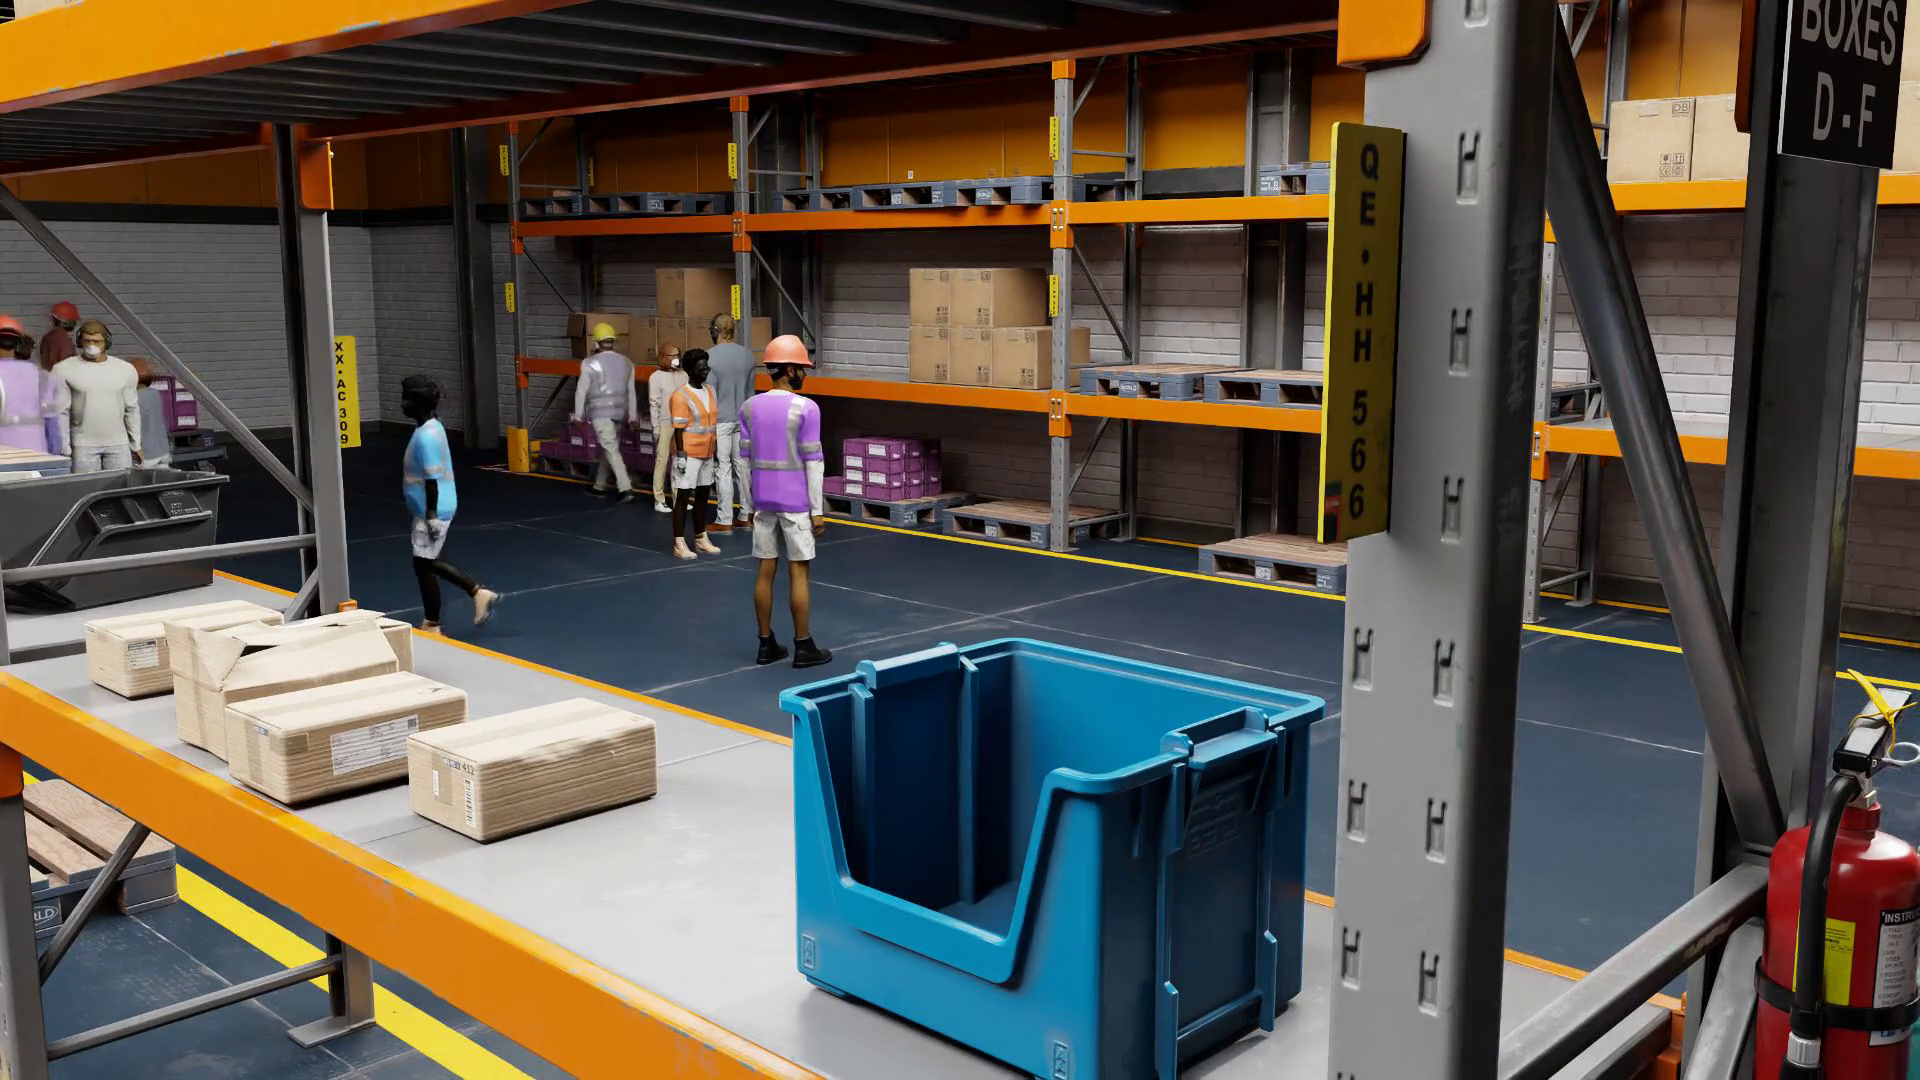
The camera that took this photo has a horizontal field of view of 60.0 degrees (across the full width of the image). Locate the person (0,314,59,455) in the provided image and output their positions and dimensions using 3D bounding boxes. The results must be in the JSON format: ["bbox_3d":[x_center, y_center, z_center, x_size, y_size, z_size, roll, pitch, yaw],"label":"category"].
[{"bbox_3d":[-6.611,-0.587,11.733,0.814,2.000,0.660,5,10,28],"label":"person"}]

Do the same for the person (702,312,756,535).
[{"bbox_3d":[-2.038,-1.012,14.531,0.354,1.937,0.635,7,12,38],"label":"person"}]

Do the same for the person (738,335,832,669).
[{"bbox_3d":[-1.016,-0.220,9.691,0.547,1.934,0.375,5,11,28],"label":"person"}]

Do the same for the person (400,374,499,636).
[{"bbox_3d":[-3.181,-0.185,10.221,0.518,1.682,0.538,-2,10,-13],"label":"person"}]

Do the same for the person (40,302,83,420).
[{"bbox_3d":[-9.699,-1.599,18.066,0.758,1.944,0.877,6,11,35],"label":"person"}]

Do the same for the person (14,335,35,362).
[{"bbox_3d":[-10.226,-1.418,18.007,0.569,1.604,0.558,1,9,5],"label":"person"}]

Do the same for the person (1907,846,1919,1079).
[{"bbox_3d":[2.053,0.926,3.393,0.798,1.696,0.549,6,11,33],"label":"person"}]

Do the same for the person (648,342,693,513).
[{"bbox_3d":[-2.760,-1.074,15.874,0.282,1.625,0.493,6,11,34],"label":"person"}]

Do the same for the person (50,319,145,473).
[{"bbox_3d":[-6.526,-0.700,12.629,0.627,1.936,0.373,-9,13,-42],"label":"person"}]

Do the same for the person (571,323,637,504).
[{"bbox_3d":[-3.481,-1.254,16.514,0.958,1.789,0.586,8,12,40],"label":"person"}]

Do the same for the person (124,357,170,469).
[{"bbox_3d":[-6.519,-0.648,13.278,0.438,1.618,0.523,1,9,5],"label":"person"}]

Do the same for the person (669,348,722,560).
[{"bbox_3d":[-2.120,-0.687,13.315,0.322,1.690,0.537,5,11,29],"label":"person"}]
